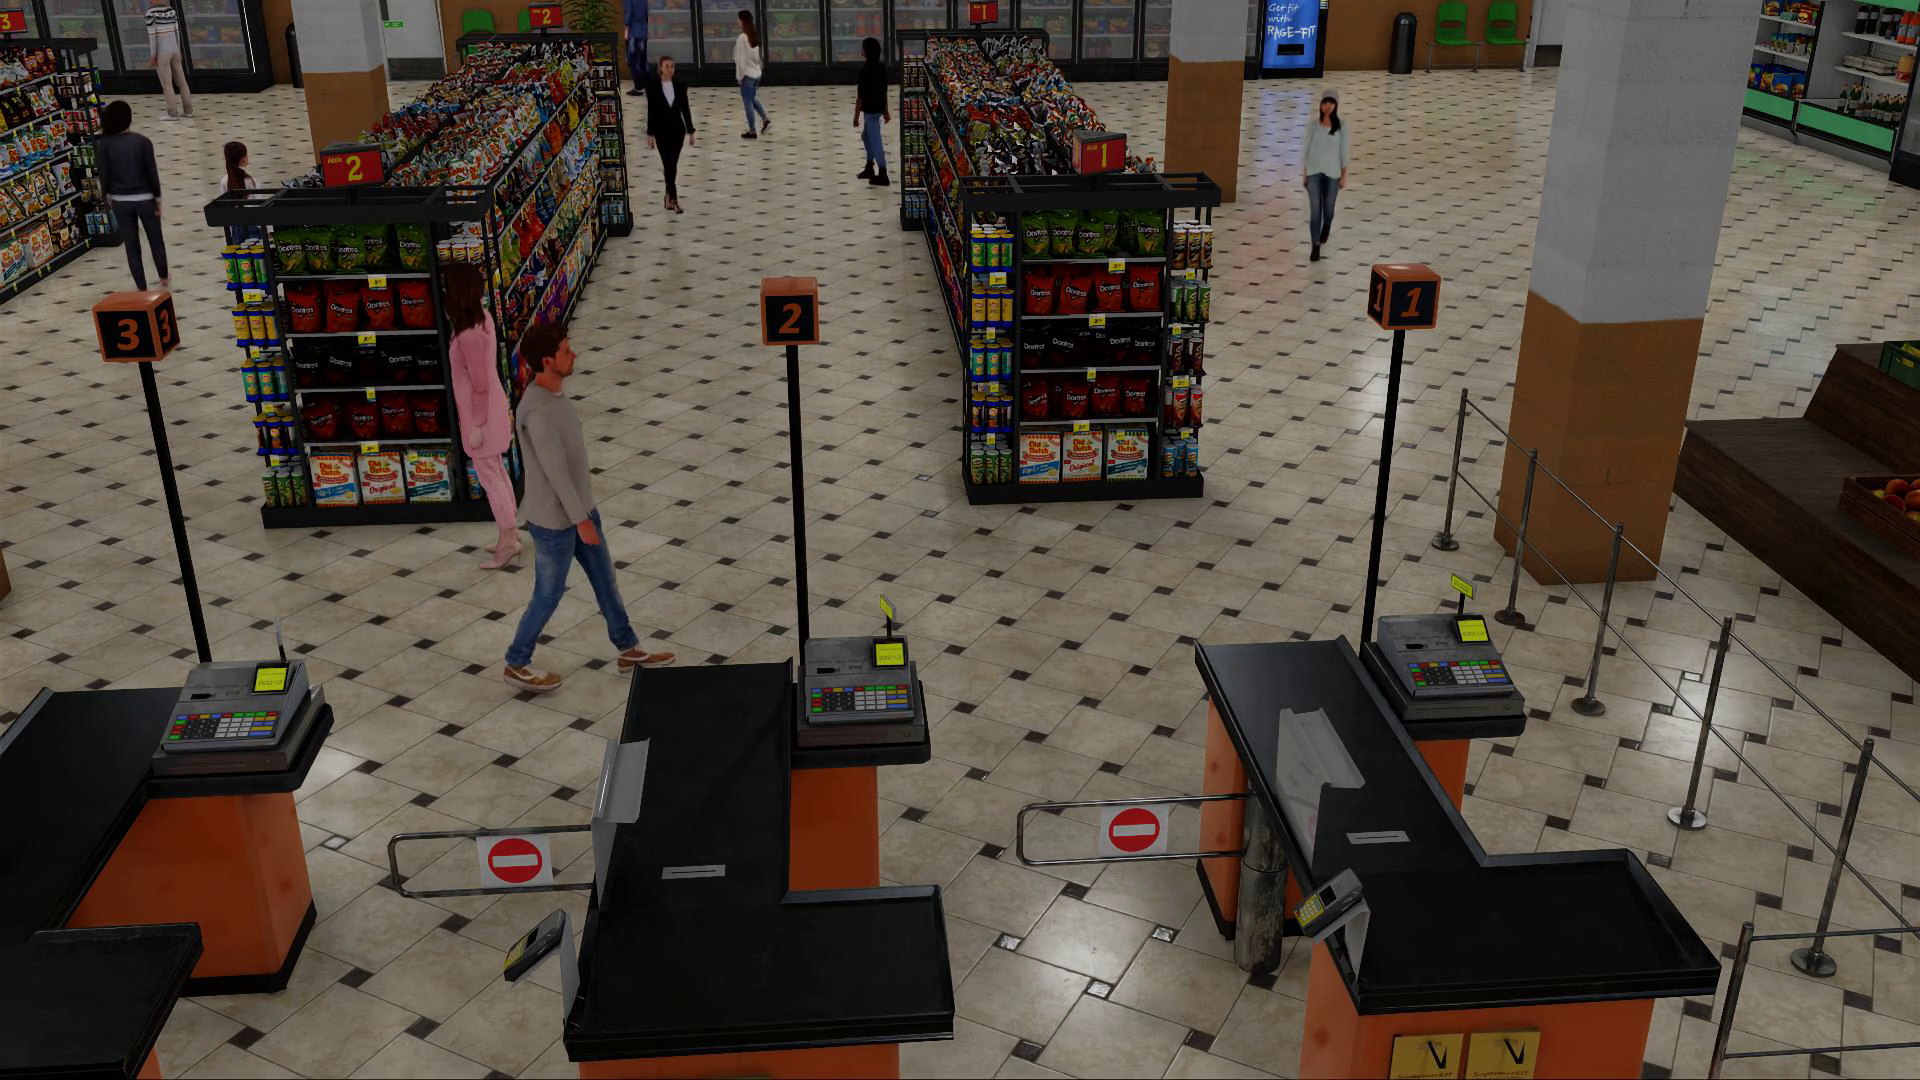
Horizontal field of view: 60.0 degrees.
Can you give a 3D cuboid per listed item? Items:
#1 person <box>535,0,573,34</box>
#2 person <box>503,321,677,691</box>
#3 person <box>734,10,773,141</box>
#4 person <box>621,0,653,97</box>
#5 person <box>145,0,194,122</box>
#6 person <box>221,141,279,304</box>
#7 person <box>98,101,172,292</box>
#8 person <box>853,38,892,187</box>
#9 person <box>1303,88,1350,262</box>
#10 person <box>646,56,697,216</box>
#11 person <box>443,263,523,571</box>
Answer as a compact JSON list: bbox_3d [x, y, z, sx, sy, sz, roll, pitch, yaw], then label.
[{"bbox_3d":[-5.293,-6.108,21.825,0.867,1.828,1.036,-12,26,-25],"label":"person"},{"bbox_3d":[-2.011,-0.107,8.058,0.757,1.870,1.015,-1,24,-2],"label":"person"},{"bbox_3d":[-2.730,-6.172,22.156,0.838,1.680,0.773,10,26,23],"label":"person"},{"bbox_3d":[-5.005,-7.834,25.777,0.930,1.822,0.785,16,28,32],"label":"person"},{"bbox_3d":[-11.313,-6.956,23.717,0.826,1.865,0.687,10,25,21],"label":"person"},{"bbox_3d":[-6.058,-2.606,14.159,0.563,1.557,0.536,1,24,3],"label":"person"},{"bbox_3d":[-7.336,-2.969,14.772,0.805,1.732,1.070,-10,25,-21],"label":"person"},{"bbox_3d":[-0.930,-4.964,19.397,0.860,1.679,0.813,13,27,27],"label":"person"},{"bbox_3d":[3.576,-3.593,16.329,0.784,1.628,1.025,6,24,14],"label":"person"},{"bbox_3d":[-3.189,-4.392,18.093,0.880,1.676,1.048,-12,26,-26],"label":"person"},{"bbox_3d":[-2.716,-0.703,9.506,0.678,1.801,0.450,-3,24,-6],"label":"person"}]
